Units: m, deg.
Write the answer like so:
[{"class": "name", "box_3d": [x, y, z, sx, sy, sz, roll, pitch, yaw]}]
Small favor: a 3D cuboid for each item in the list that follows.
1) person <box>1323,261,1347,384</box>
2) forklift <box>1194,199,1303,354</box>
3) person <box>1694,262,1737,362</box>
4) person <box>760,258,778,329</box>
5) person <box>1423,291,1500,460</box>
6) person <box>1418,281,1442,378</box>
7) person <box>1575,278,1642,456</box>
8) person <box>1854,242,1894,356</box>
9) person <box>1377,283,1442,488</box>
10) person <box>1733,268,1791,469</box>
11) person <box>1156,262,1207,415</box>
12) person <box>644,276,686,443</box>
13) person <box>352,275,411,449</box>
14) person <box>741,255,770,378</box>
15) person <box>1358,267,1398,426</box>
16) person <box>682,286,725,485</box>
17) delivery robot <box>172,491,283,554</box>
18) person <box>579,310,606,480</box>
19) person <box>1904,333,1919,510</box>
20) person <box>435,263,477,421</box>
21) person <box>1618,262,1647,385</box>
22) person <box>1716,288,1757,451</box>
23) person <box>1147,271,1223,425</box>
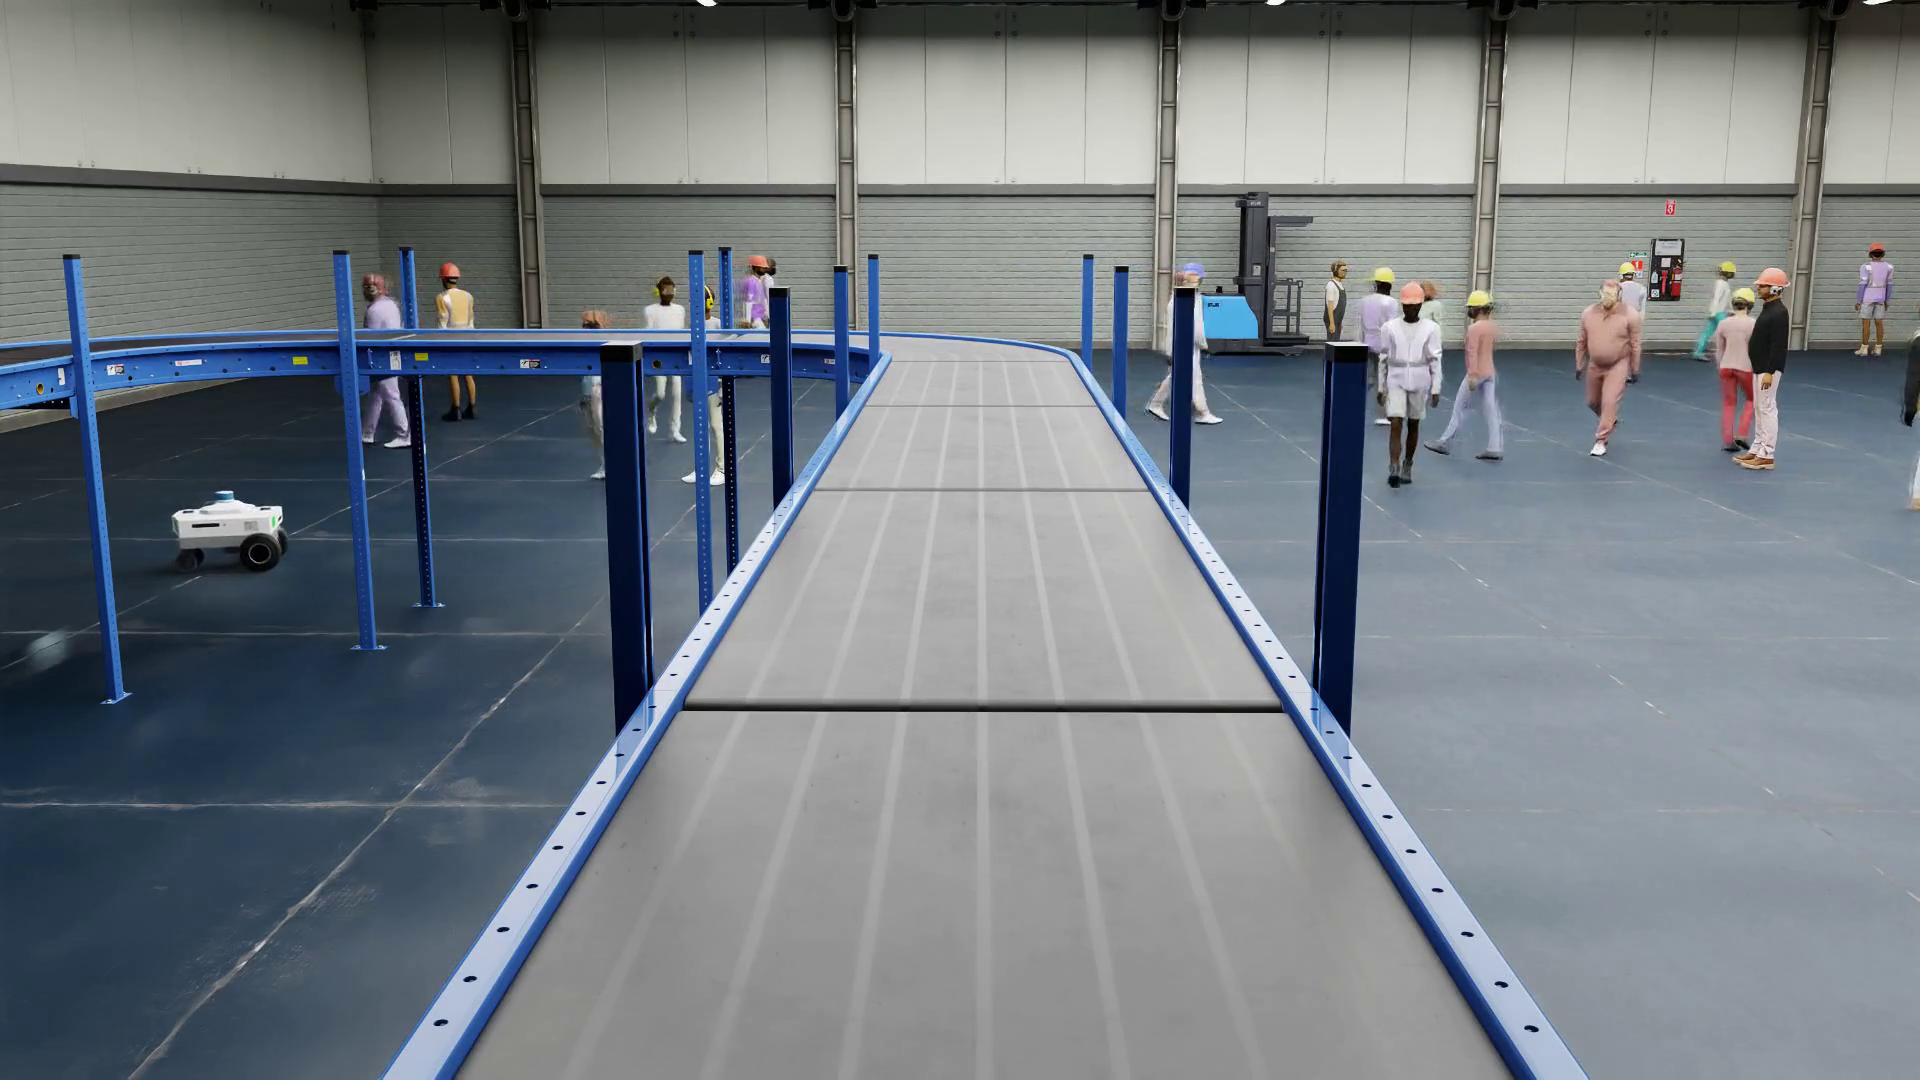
[{"class": "person", "box_3d": [5.651, -3.268, 25.023, 0.344, 1.847, 0.505, 6, 12, 26]}, {"class": "forklift", "box_3d": [5.313, -4.851, 30.603, 1.873, 2.768, 1.129, 0, 11, 1]}, {"class": "person", "box_3d": [13.199, -3.931, 28.756, 0.894, 1.716, 0.534, 6, 13, 28]}, {"class": "person", "box_3d": [-3.150, -3.719, 27.399, 0.437, 1.830, 0.627, -5, 12, -25]}, {"class": "person", "box_3d": [5.293, -1.717, 17.317, 0.552, 1.726, 0.861, -11, 15, -44]}, {"class": "person", "box_3d": [6.610, -2.850, 23.486, 0.664, 1.615, 0.506, -6, 13, -30]}, {"class": "person", "box_3d": [6.964, -1.870, 17.795, 0.666, 1.870, 0.830, 10, 15, 42]}, {"class": "person", "box_3d": [16.511, -4.354, 30.102, 0.613, 2.039, 0.388, -1, 11, -3]}, {"class": "person", "box_3d": [4.167, -1.426, 15.439, 0.572, 1.884, 0.972, 3, 11, 15]}, {"class": "person", "box_3d": [8.081, -1.723, 16.695, 0.374, 1.997, 0.608, 3, 11, 14]}, {"class": "person", "box_3d": [2.854, -2.590, 21.339, 0.657, 1.929, 0.618, 6, 13, 30]}, {"class": "person", "box_3d": [-3.321, -2.037, 18.685, 0.529, 1.851, 0.711, -8, 13, -34]}, {"class": "person", "box_3d": [-6.404, -1.931, 18.089, 0.893, 1.870, 0.675, 0, 11, -2]}, {"class": "person", "box_3d": [-3.066, -3.479, 25.942, 0.861, 1.901, 0.554, 0, 11, 1]}, {"class": "person", "box_3d": [4.981, -2.320, 19.999, 0.704, 1.908, 0.591, -6, 12, -28]}, {"class": "person", "box_3d": [-2.391, -1.458, 15.656, 0.519, 1.874, 0.331, 9, 14, 38]}, {"class": "delivery robot", "box_3d": [-5.278, -0.111, 11.993, 0.707, 0.478, 0.477, -3, 11, -14]}, {"class": "person", "box_3d": [-3.475, -1.390, 15.952, 0.394, 1.625, 0.522, 0, 11, 0]}, {"class": "person", "box_3d": [8.338, -1.100, 13.937, 0.654, 1.819, 0.756, -4, 12, -19]}, {"class": "person", "box_3d": [-6.277, -2.458, 20.626, 0.372, 1.935, 0.551, 7, 13, 33]}, {"class": "person", "box_3d": [9.945, -3.235, 24.921, 0.596, 1.824, 0.403, -1, 11, -6]}, {"class": "person", "box_3d": [8.337, -1.817, 17.807, 0.428, 1.739, 0.541, -8, 14, -37]}, {"class": "person", "box_3d": [2.745, -2.369, 20.386, 1.015, 1.862, 0.641, 5, 12, 25]}]
